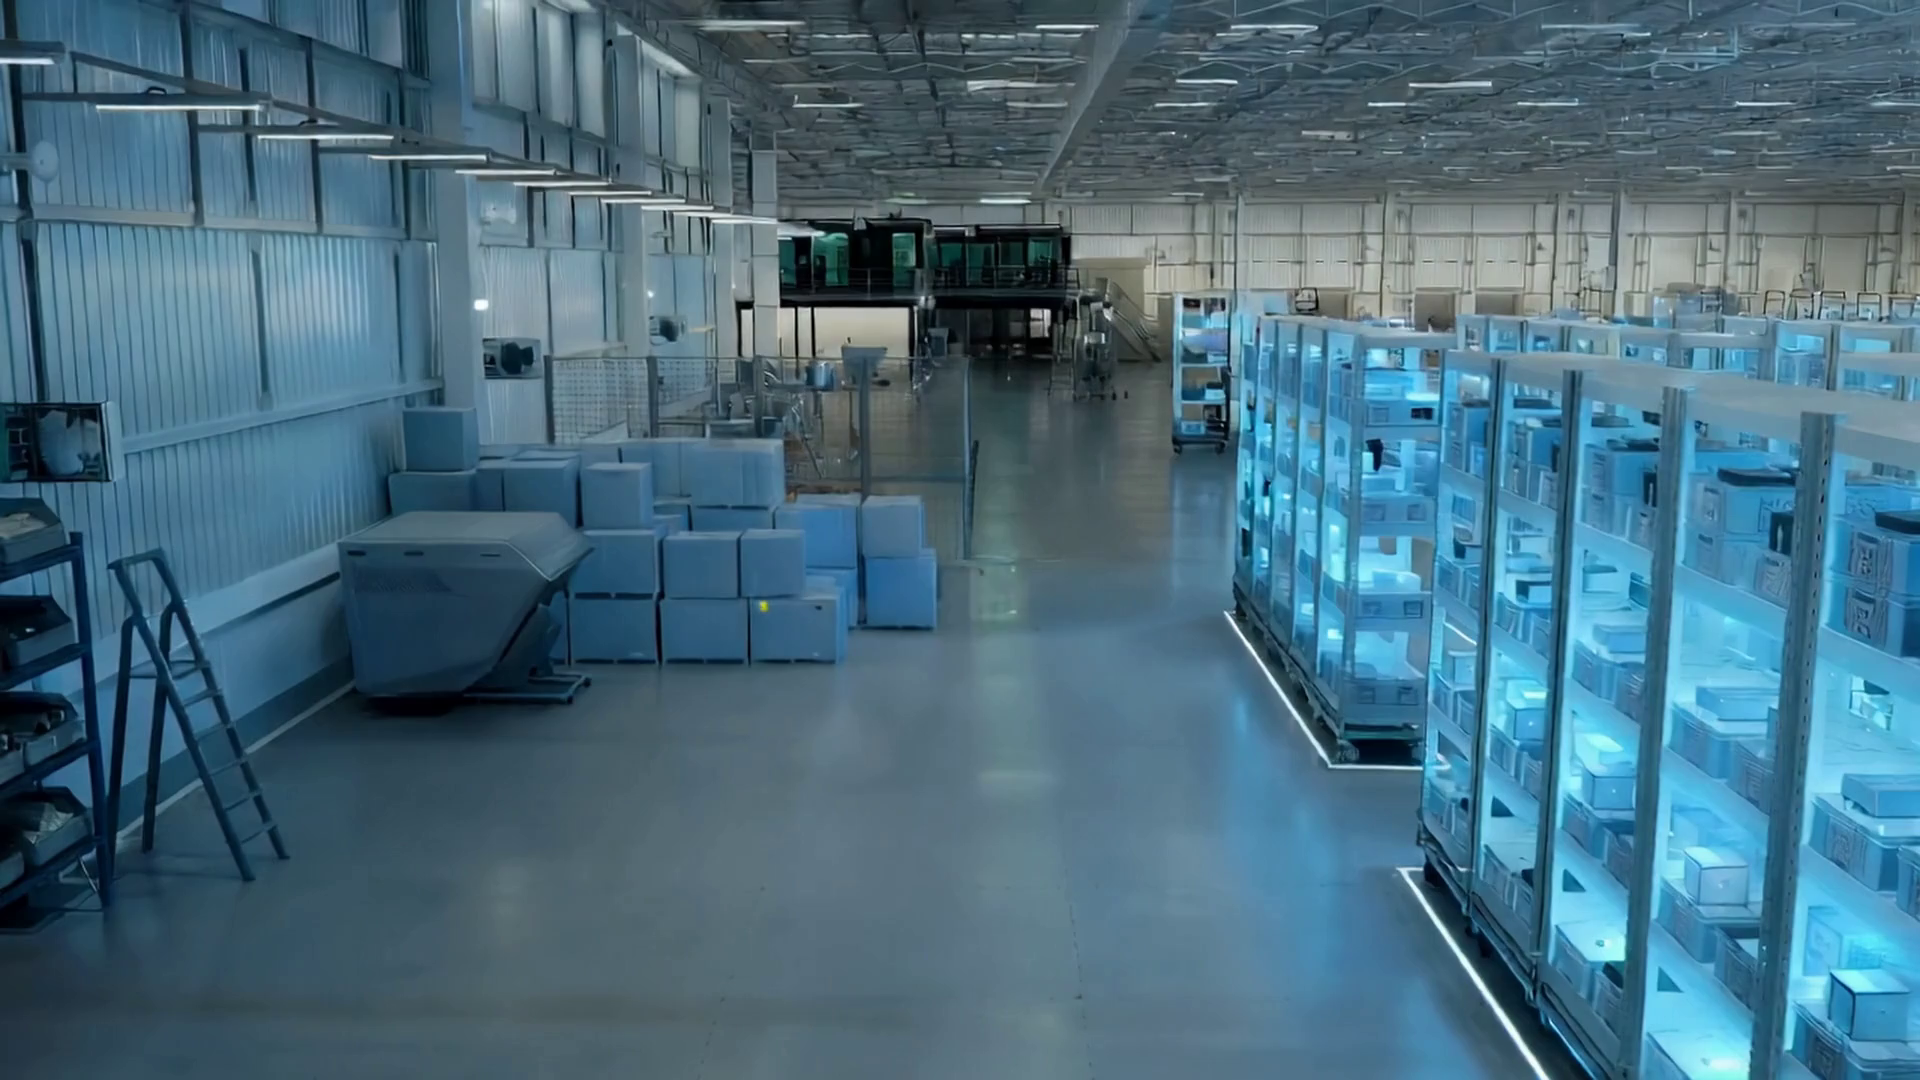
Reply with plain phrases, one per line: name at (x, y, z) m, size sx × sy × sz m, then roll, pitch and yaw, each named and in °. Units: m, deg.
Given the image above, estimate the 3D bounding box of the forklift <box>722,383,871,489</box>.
forklift at (-2.893, -1.687, 28.729) m, size 2.680 × 1.987 × 1.157 m, roll 0°, pitch 9°, yaw -1°

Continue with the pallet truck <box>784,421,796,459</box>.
pallet truck at (-4.013, -1.793, 32.705) m, size 1.601 × 1.201 × 0.680 m, roll 0°, pitch 9°, yaw 1°

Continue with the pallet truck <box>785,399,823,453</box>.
pallet truck at (-3.814, -2.432, 36.419) m, size 1.630 × 1.274 × 0.653 m, roll 0°, pitch 9°, yaw 1°

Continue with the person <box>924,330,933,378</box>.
person at (-1.217, -7.154, 63.877) m, size 0.333 × 1.843 × 0.515 m, roll 3°, pitch 10°, yaw 19°

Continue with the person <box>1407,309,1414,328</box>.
person at (25.569, -12.167, 94.587) m, size 0.389 × 1.919 × 0.591 m, roll 9°, pitch 13°, yaw 43°

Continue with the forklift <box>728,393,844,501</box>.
forklift at (-2.979, -1.316, 26.476) m, size 2.680 × 1.987 × 1.157 m, roll 0°, pitch 9°, yaw 1°

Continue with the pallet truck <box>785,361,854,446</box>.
pallet truck at (-3.410, -3.193, 38.978) m, size 1.885 × 1.965 × 0.823 m, roll 0°, pitch 9°, yaw -1°

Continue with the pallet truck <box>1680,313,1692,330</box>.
pallet truck at (36.315, -10.531, 84.244) m, size 0.823 × 1.965 × 1.885 m, roll -6°, pitch 11°, yaw -33°

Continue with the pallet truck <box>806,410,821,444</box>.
pallet truck at (-3.559, -2.018, 33.905) m, size 1.522 × 1.261 × 0.704 m, roll 0°, pitch 9°, yaw -1°

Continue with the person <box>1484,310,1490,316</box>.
person at (30.735, -12.496, 96.875) m, size 0.455 × 1.839 × 0.646 m, roll -2°, pitch 9°, yaw -10°

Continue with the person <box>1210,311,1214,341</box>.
person at (14.794, -12.483, 96.821) m, size 0.655 × 1.820 × 0.504 m, roll -5°, pitch 10°, yaw -27°

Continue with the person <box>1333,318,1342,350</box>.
person at (17.786, -9.629, 79.088) m, size 1.017 × 1.860 × 0.609 m, roll 2°, pitch 9°, yaw 13°

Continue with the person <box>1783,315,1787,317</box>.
person at (40.388, -10.061, 81.520) m, size 0.370 × 1.941 × 0.627 m, roll -4°, pitch 10°, yaw -25°

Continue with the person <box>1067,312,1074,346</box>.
person at (5.861, -11.501, 90.622) m, size 0.651 × 1.863 × 0.591 m, roll 0°, pitch 9°, yaw -1°

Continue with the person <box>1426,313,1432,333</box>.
person at (25.215, -11.290, 89.500) m, size 0.534 × 1.819 × 0.994 m, roll -9°, pitch 13°, yaw -44°

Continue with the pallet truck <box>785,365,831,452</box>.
pallet truck at (-3.774, -2.976, 37.635) m, size 1.885 × 1.965 × 0.823 m, roll 1°, pitch 9°, yaw 5°

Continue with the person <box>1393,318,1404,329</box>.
person at (20.619, -9.500, 78.290) m, size 0.445 × 1.869 × 0.582 m, roll -8°, pitch 12°, yaw -40°

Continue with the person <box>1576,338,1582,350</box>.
person at (24.036, -7.293, 64.720) m, size 0.711 × 1.851 × 0.529 m, roll 3°, pitch 10°, yaw 20°
